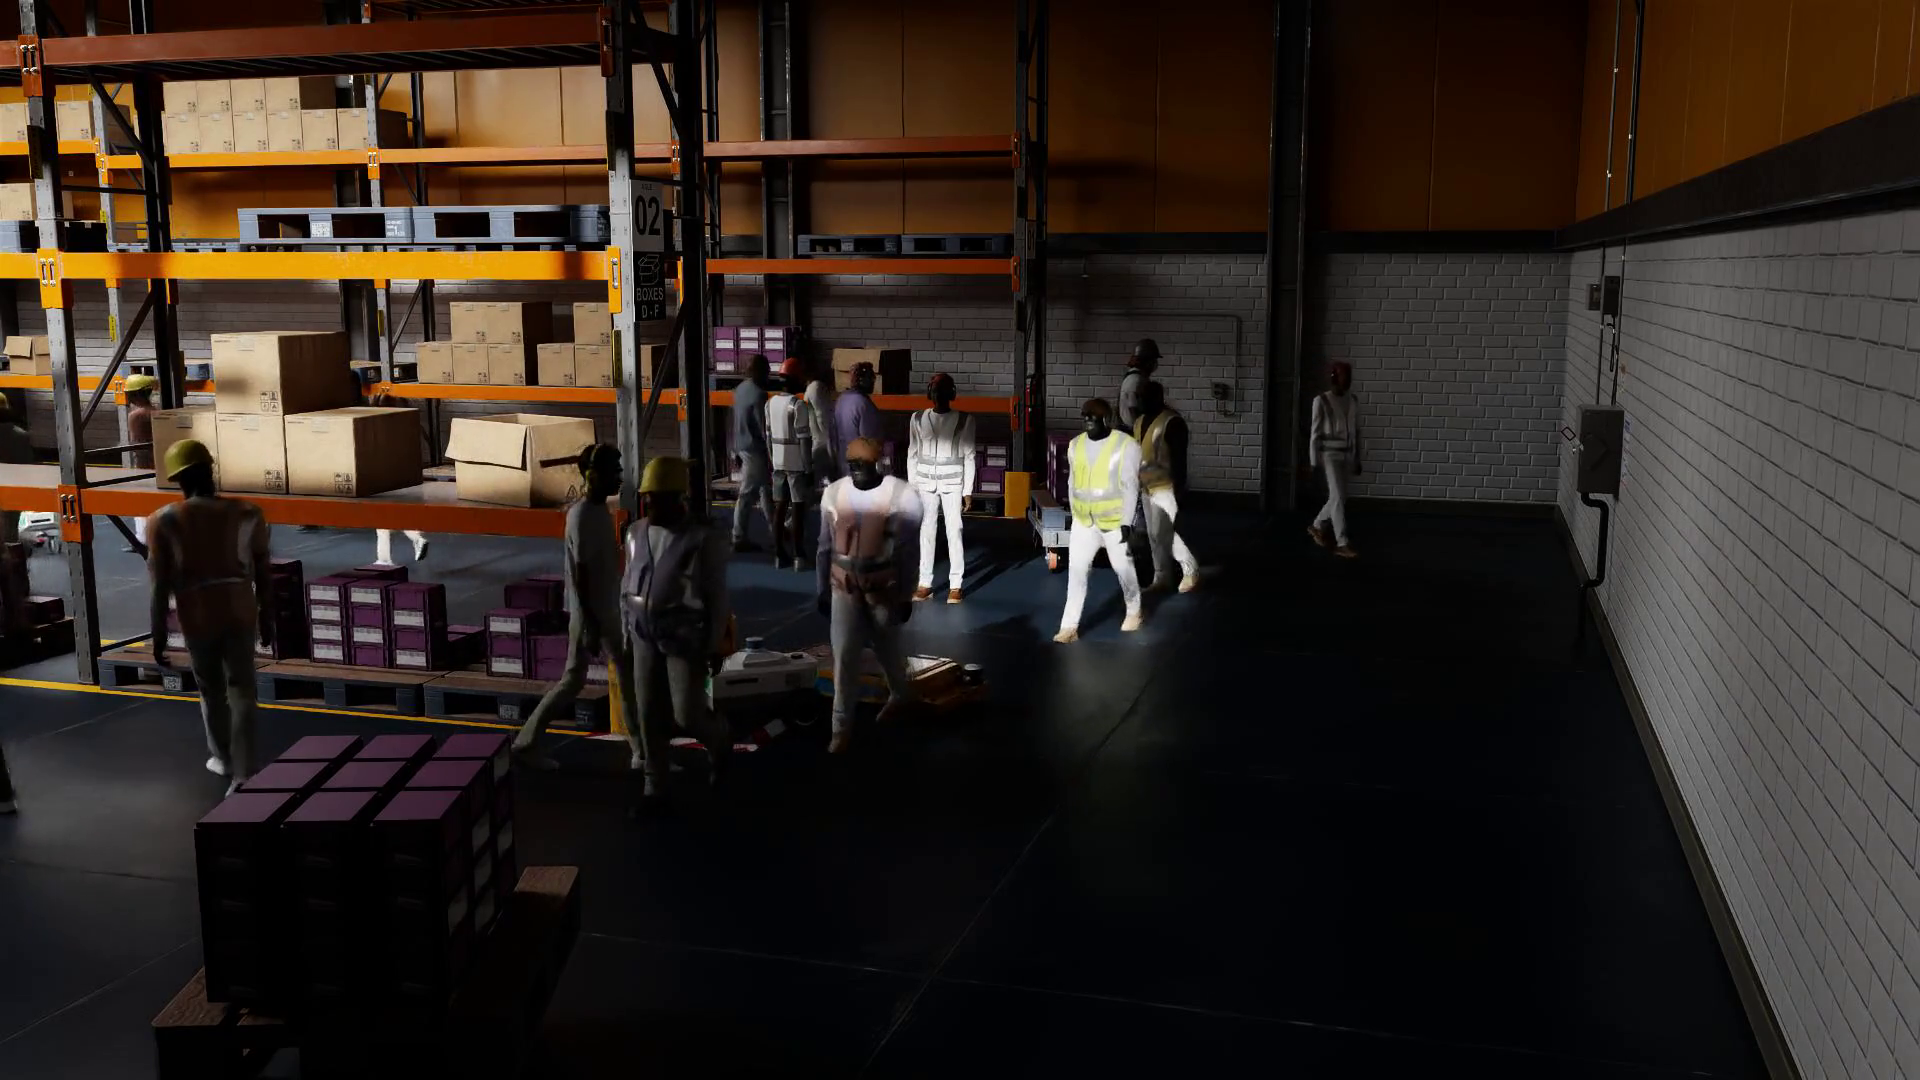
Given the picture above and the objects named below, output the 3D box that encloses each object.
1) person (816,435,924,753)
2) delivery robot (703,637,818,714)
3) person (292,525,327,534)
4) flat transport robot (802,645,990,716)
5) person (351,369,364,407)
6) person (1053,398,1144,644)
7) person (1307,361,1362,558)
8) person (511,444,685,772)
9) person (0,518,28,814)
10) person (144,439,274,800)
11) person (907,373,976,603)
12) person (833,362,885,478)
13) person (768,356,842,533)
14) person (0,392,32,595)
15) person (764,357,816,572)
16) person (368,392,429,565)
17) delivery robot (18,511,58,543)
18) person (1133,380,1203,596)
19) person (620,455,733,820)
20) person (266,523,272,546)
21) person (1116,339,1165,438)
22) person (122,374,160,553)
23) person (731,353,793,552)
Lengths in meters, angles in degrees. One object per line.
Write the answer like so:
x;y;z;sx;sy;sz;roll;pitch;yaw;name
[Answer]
-0.508;0.279;9.615;0.658;1.808;0.786;3;10;16;person
-1.211;0.816;9.825;0.707;0.478;0.477;-4;10;-22;delivery robot
-6.740;-0.984;17.200;0.404;1.829;0.610;1;9;6;person
-0.590;0.870;10.640;1.431;0.197;0.652;5;11;29;flat transport robot
-6.879;-1.241;18.355;0.610;1.970;0.463;-7;12;-37;person
1.070;-0.159;12.307;0.635;1.800;0.968;6;11;32;person
3.607;-0.795;15.980;0.593;1.857;0.848;-6;11;-31;person
-2.015;0.389;8.945;0.923;1.833;0.551;1;9;9;person
-5.119;0.442;8.390;0.891;1.875;0.586;4;10;24;person
-3.864;0.412;8.624;0.605;1.863;0.955;-5;11;-29;person
-0.159;-0.420;13.598;0.574;1.885;0.355;2;10;15;person
-0.869;-0.640;14.875;0.407;1.906;0.655;-5;11;-30;person
-1.406;-0.902;16.632;1.080;1.851;0.634;1;9;4;person
-8.076;-0.388;13.923;0.717;1.720;0.491;3;10;20;person
-1.510;-0.678;15.023;0.543;1.933;0.363;8;12;42;person
-5.147;-0.534;15.078;0.473;1.622;0.528;3;10;19;person
-8.968;-0.186;15.929;0.707;0.478;0.477;7;12;36;delivery robot
1.688;-0.430;13.924;0.488;1.815;0.660;-4;10;-23;person
-1.428;0.474;8.332;0.614;1.817;0.568;4;10;24;person
-6.491;-0.697;15.233;0.671;1.913;0.366;2;10;14;person
1.864;-1.057;17.009;0.535;2.000;0.702;1;9;6;person
-7.680;-0.726;15.937;0.755;1.737;0.534;1;9;7;person
-1.848;-0.842;16.078;0.877;1.906;0.651;-4;10;-24;person
